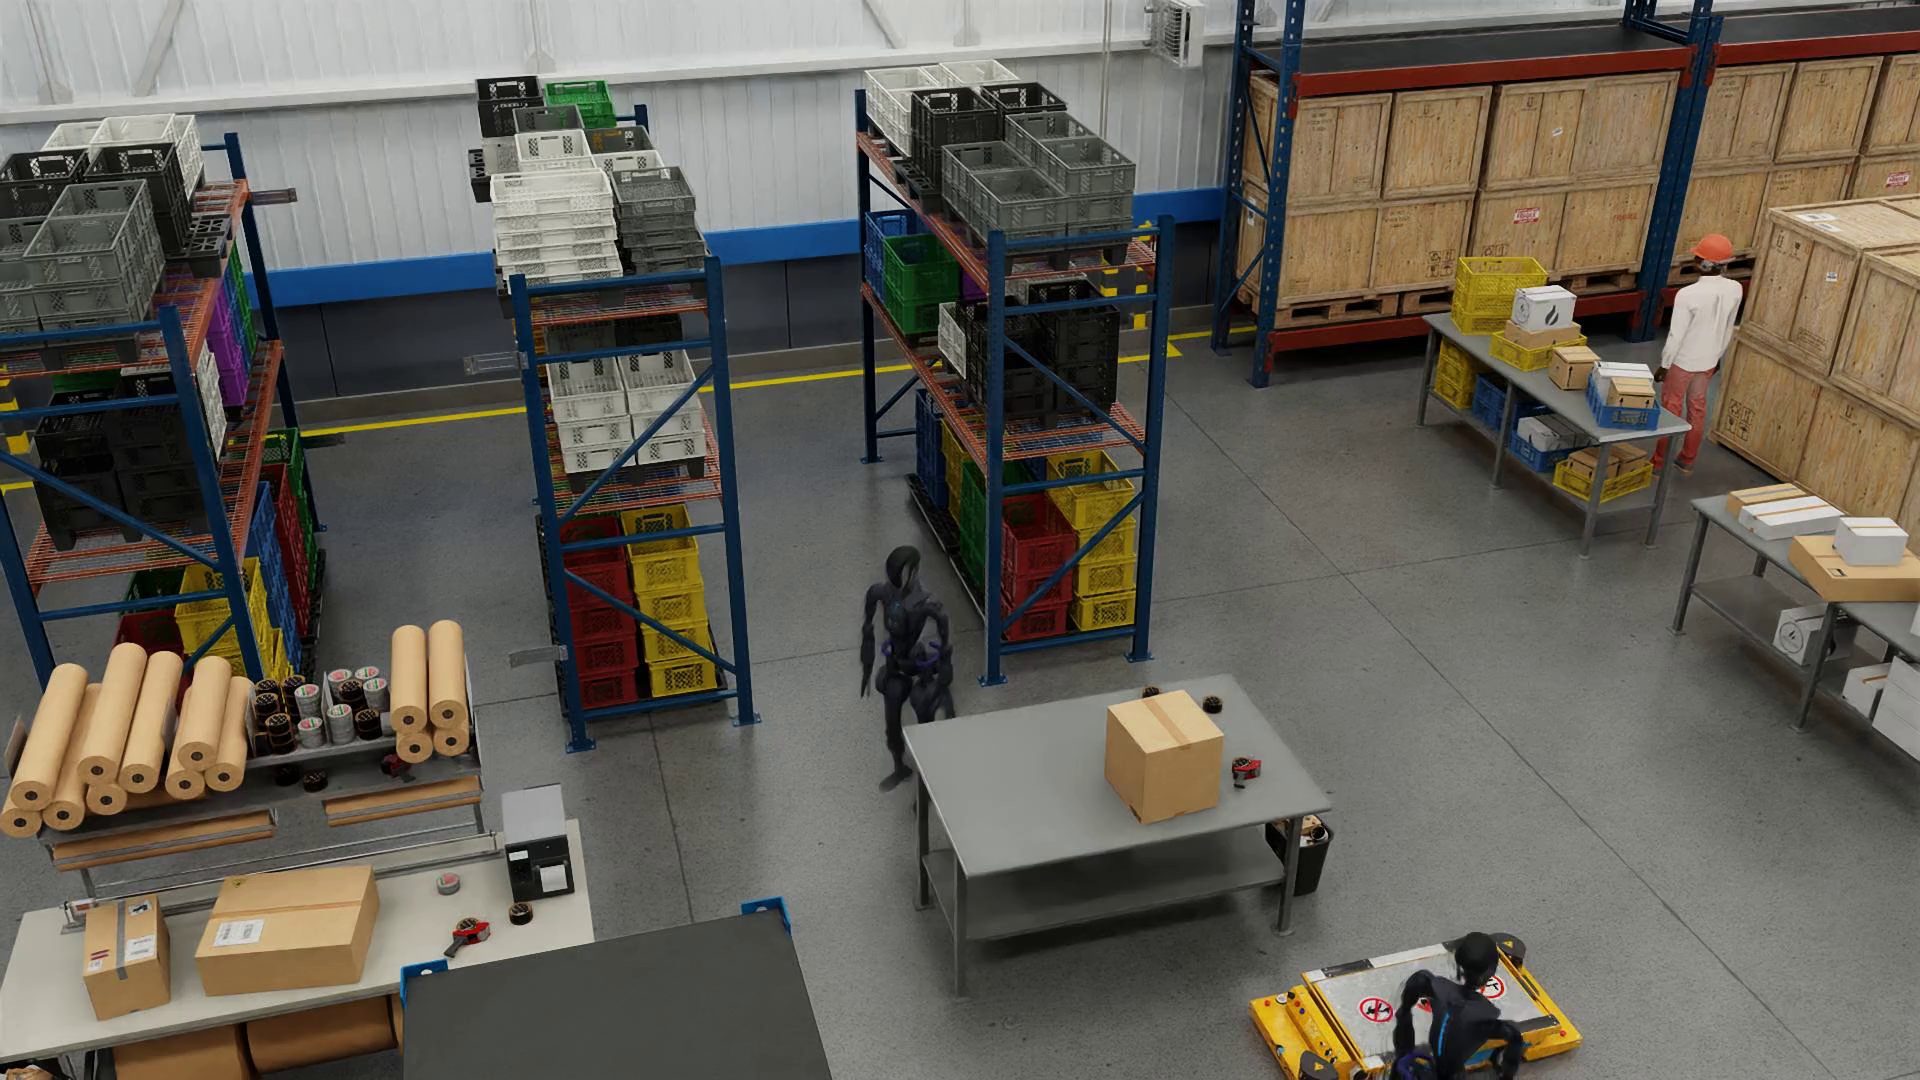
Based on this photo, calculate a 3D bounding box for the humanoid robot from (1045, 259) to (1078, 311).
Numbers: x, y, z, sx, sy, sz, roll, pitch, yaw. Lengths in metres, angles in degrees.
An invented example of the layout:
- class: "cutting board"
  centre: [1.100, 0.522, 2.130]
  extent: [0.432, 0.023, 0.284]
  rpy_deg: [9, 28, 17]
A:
- class: "humanoid robot"
  centre: [0.743, -1.899, 14.156]
  extent: [0.569, 1.653, 0.332]
  rpy_deg: [4, 29, 8]

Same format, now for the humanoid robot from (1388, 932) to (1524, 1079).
- class: "humanoid robot"
  centre: [1.874, 2.275, 6.629]
  extent: [0.748, 1.640, 0.569]
  rpy_deg: [-25, 37, -37]

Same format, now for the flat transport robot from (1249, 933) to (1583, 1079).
- class: "flat transport robot"
  centre: [2.184, 2.282, 7.980]
  extent: [1.431, 0.197, 0.652]
  rpy_deg: [-8, 30, -14]

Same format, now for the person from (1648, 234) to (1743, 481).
- class: "person"
  centre: [5.686, -1.412, 12.938]
  extent: [0.621, 1.994, 0.379]
  rpy_deg: [-10, 30, -18]

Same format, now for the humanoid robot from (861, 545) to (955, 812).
- class: "humanoid robot"
  centre: [-0.286, 0.763, 9.296]
  extent: [0.616, 1.657, 0.308]
  rpy_deg: [15, 32, 25]
